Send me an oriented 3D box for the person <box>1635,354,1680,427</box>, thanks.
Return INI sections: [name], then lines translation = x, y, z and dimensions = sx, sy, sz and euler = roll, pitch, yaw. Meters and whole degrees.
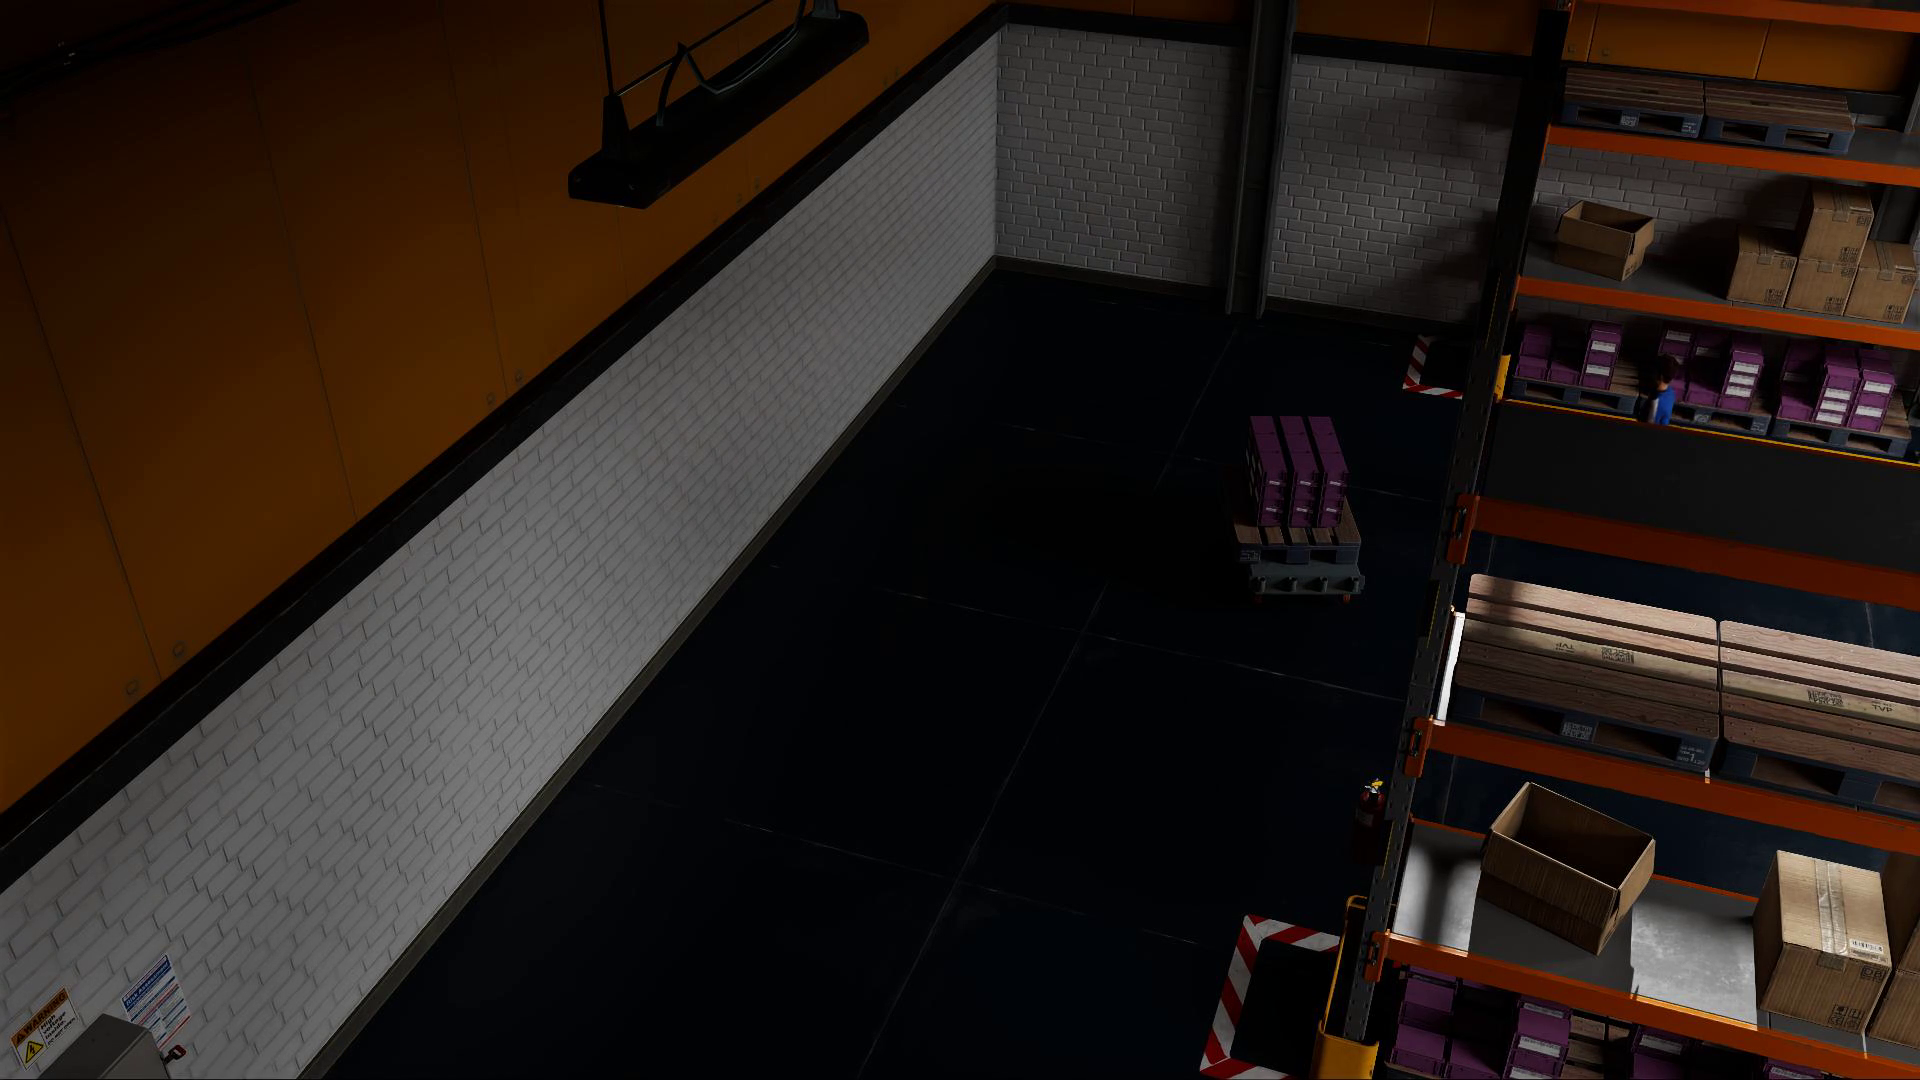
[person]
translation = 5.776, -0.681, 13.927
dimensions = 0.977, 1.856, 0.677
euler = 13, 36, 19
